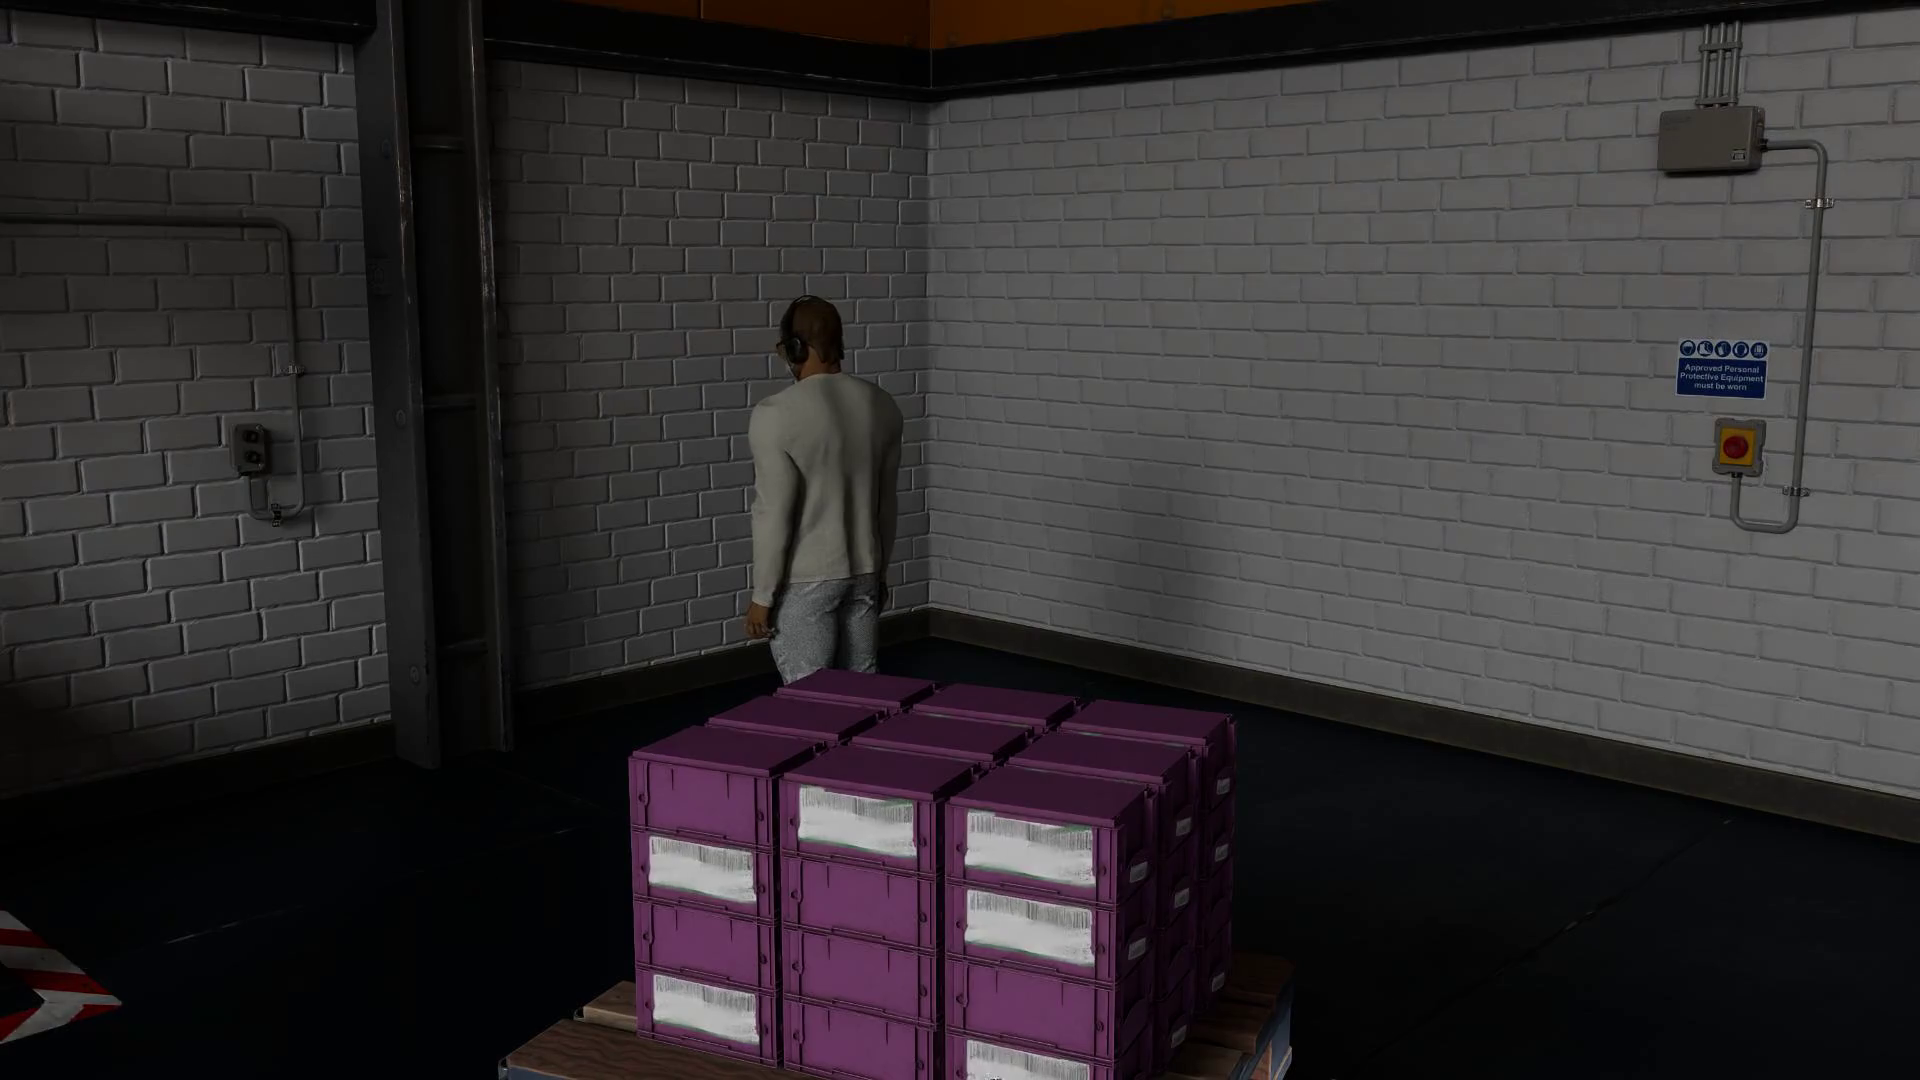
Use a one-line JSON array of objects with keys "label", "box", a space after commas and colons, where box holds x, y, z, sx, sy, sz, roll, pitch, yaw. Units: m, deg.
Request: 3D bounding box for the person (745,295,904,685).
[{"label": "person", "box": [-0.468, 0.144, 5.659, 0.373, 1.935, 0.628, 9, 13, 43]}]
